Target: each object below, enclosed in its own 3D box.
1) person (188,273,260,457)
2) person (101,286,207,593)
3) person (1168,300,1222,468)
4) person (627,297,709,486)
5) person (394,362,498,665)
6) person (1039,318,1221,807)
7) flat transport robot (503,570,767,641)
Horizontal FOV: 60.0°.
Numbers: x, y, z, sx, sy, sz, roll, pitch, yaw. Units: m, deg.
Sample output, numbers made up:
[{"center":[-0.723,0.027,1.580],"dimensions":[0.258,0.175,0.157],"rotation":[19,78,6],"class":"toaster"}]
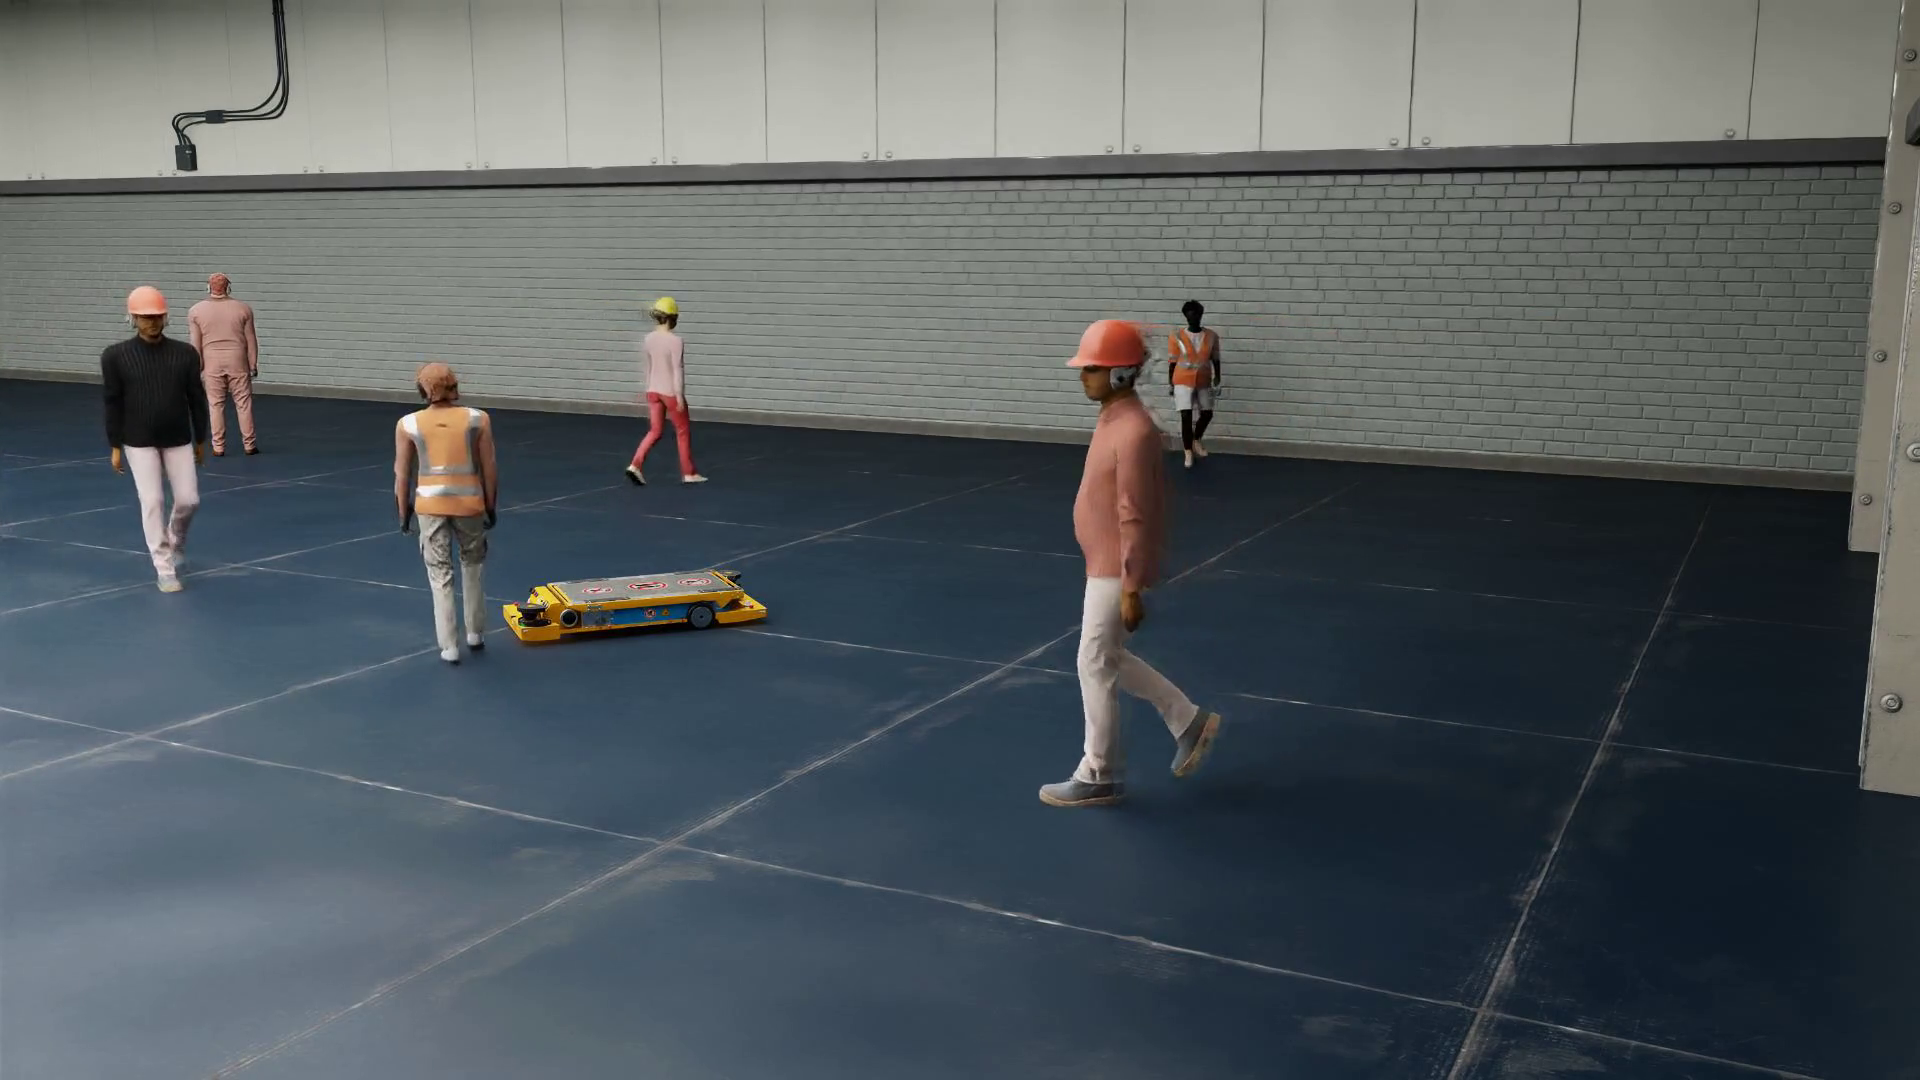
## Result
[{"center":[-7.654,-1.822,17.341],"dimensions":[0.637,1.911,0.403],"rotation":[-4,11,-21],"class":"person"},{"center":[-5.233,-0.663,10.832],"dimensions":[0.619,1.977,0.589],"rotation":[-7,13,-35],"class":"person"},{"center":[2.317,-1.575,16.663],"dimensions":[0.552,1.671,0.650],"rotation":[-2,11,-8],"class":"person"},{"center":[-2.707,-1.356,15.261],"dimensions":[0.538,1.743,0.770],"rotation":[9,14,40],"class":"person"},{"center":[-2.790,-0.162,9.053],"dimensions":[0.536,1.615,0.597],"rotation":[-3,11,-18],"class":"person"},{"center":[0.691,0.100,6.658],"dimensions":[0.662,1.976,0.618],"rotation":[0,10,0],"class":"person"},{"center":[-1.926,0.372,9.846],"dimensions":[1.431,0.197,0.652],"rotation":[-5,11,-23],"class":"flat transport robot"}]
